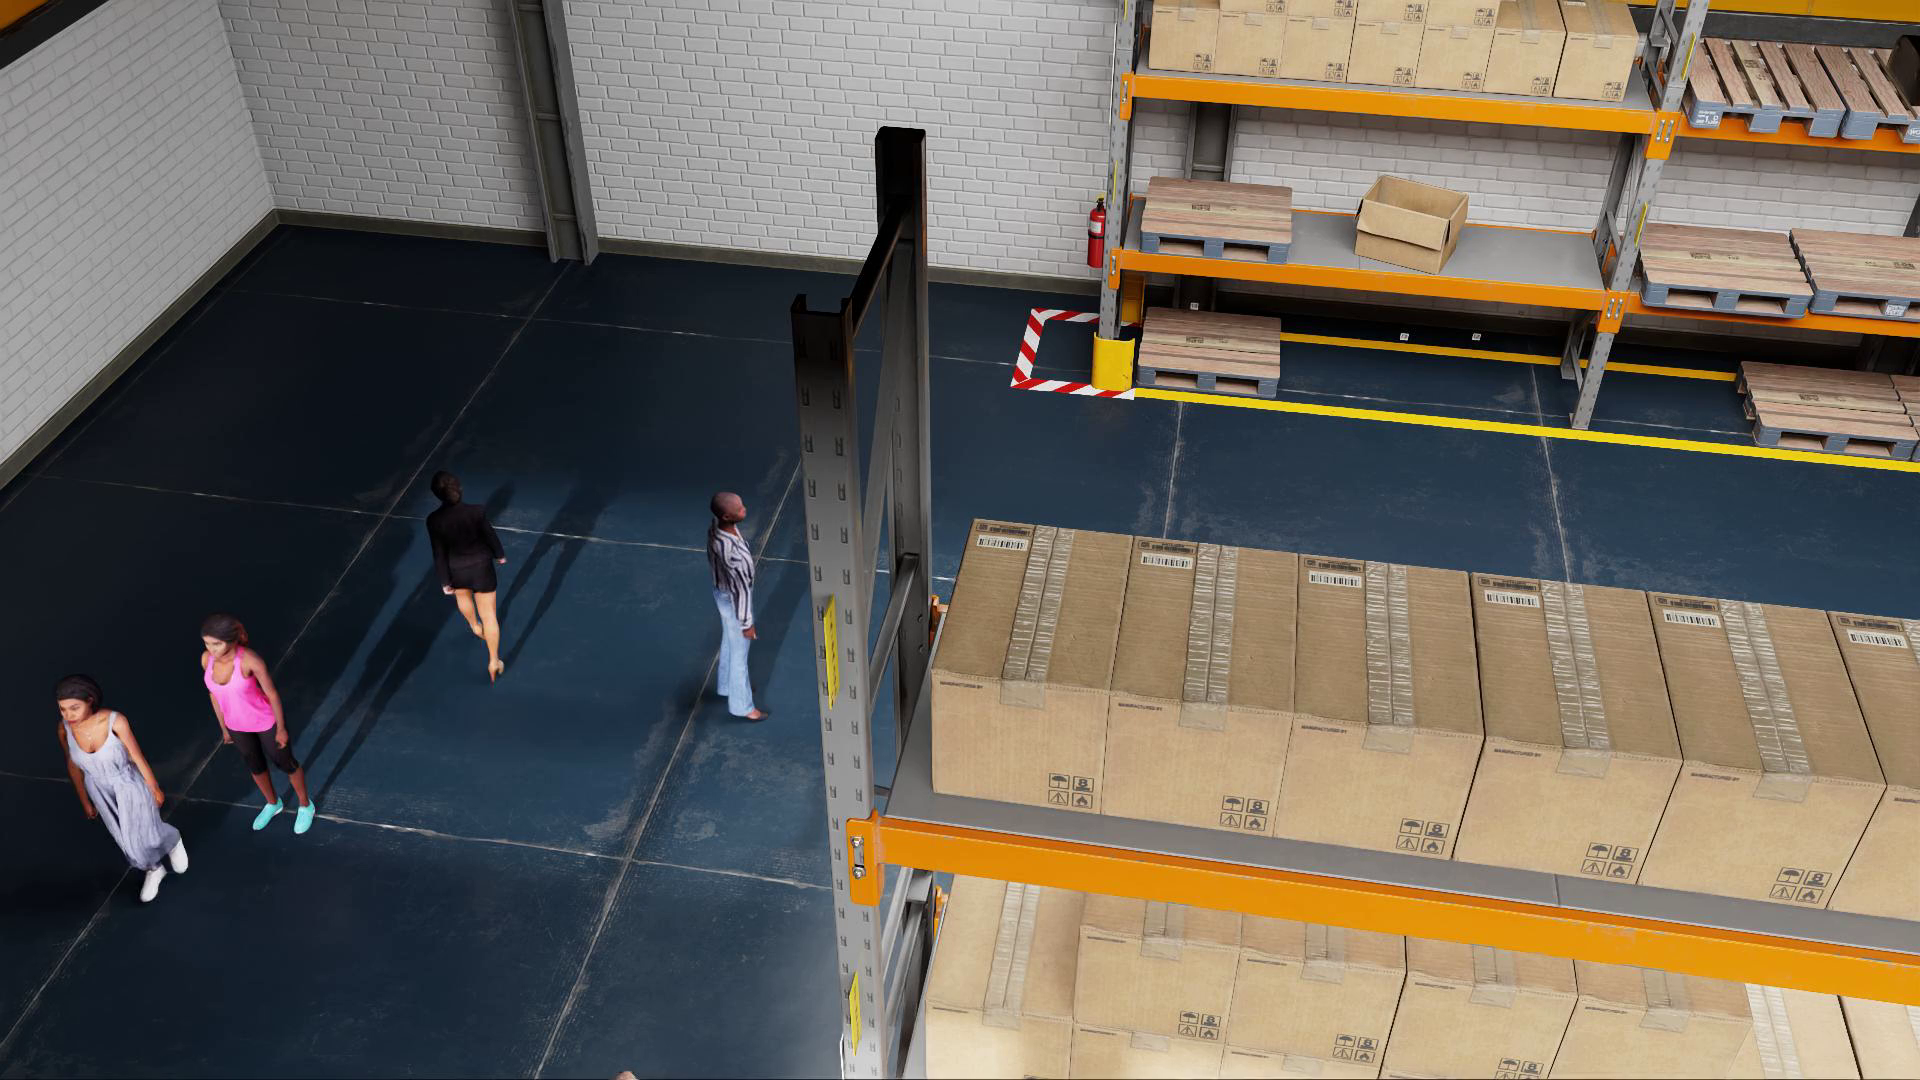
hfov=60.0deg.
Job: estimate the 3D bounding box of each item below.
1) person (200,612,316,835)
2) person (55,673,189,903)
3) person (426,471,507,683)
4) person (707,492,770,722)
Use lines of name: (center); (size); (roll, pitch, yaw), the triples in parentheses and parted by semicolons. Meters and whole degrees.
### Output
person: (-4.229, 1.088, 9.984); (0.483, 1.724, 0.621); (5, 39, 6)
person: (-4.839, 1.383, 9.646); (0.744, 1.685, 0.741); (-2, 39, -3)
person: (-3.249, 0.287, 11.073); (0.873, 1.617, 0.832); (-7, 39, -9)
person: (-1.465, 0.418, 10.765); (0.719, 1.794, 0.717); (-13, 40, -15)
